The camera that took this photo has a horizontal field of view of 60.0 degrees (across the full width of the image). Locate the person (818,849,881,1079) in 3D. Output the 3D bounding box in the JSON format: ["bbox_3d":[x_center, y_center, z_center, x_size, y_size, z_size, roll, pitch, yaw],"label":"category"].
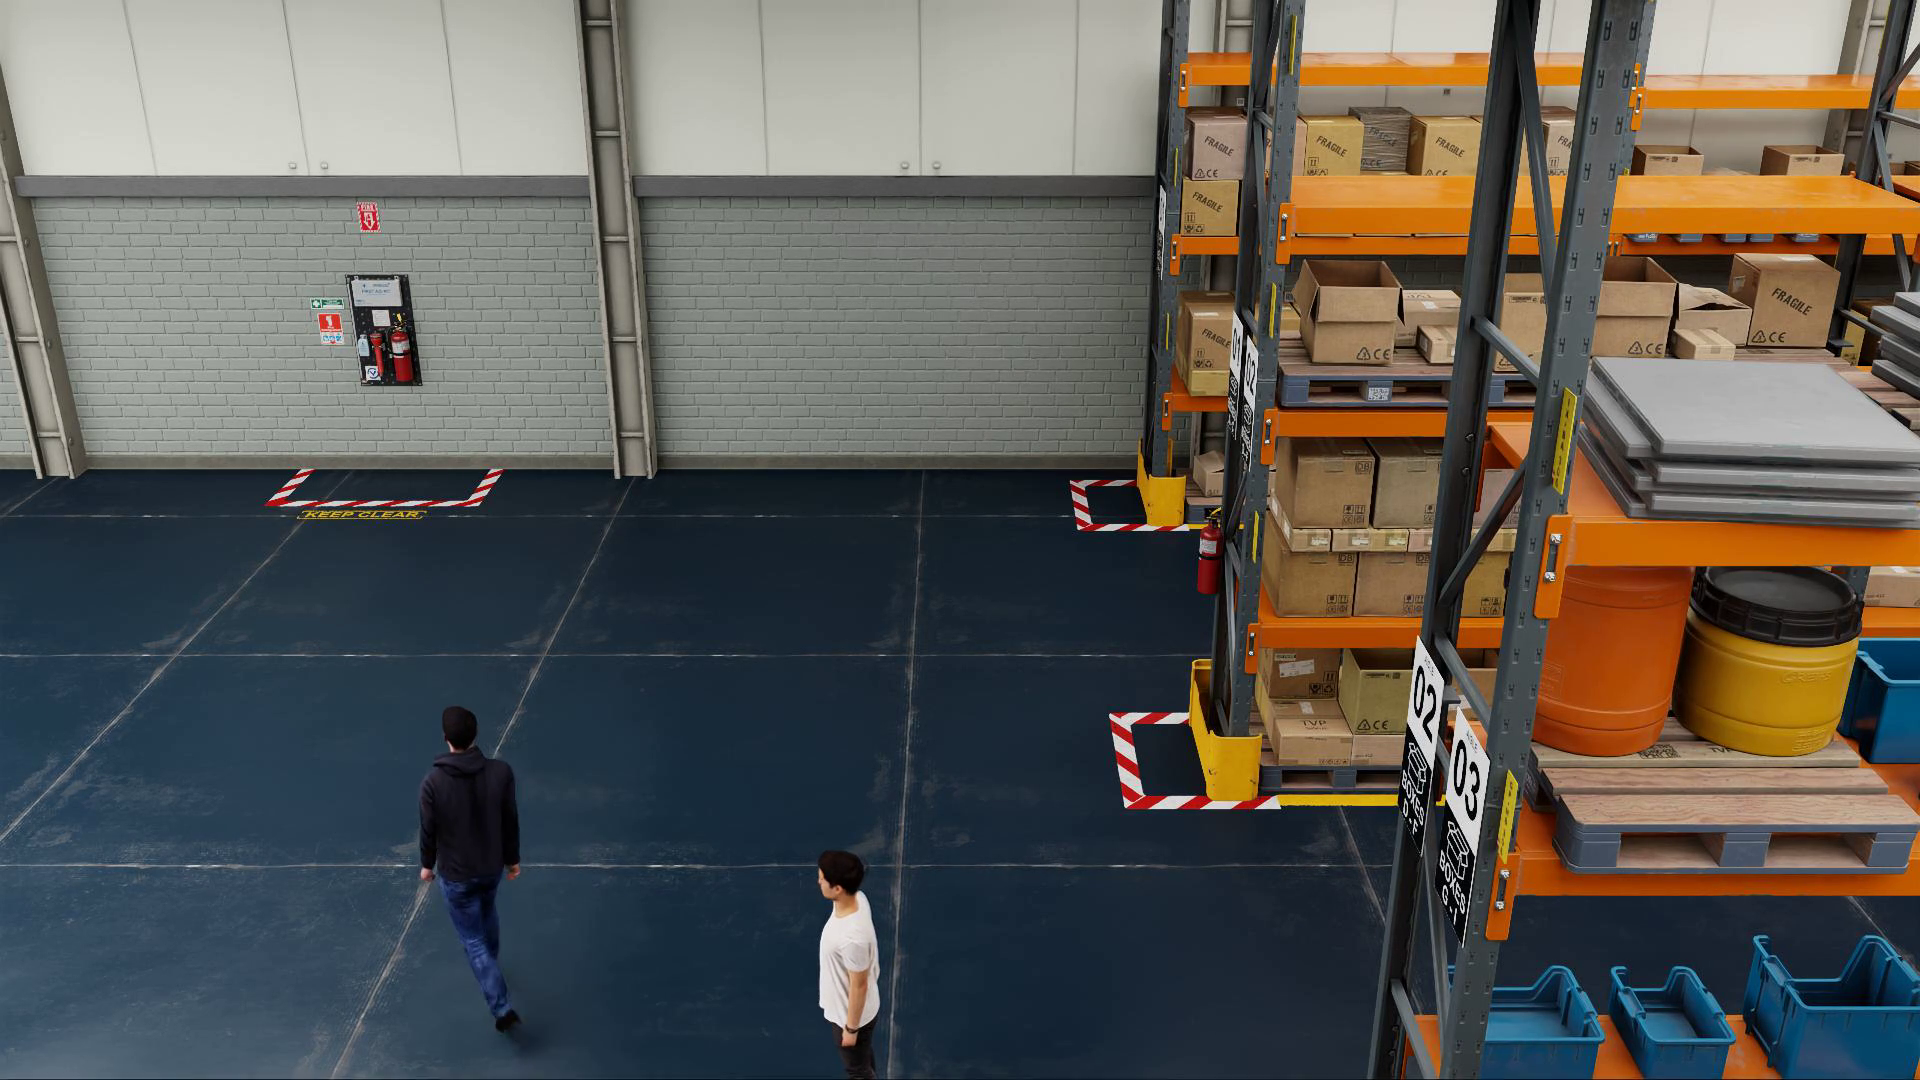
[{"bbox_3d":[-0.531,2.263,8.225,0.559,1.720,0.649,-3,23,-7],"label":"person"}]

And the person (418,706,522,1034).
[{"bbox_3d":[-2.637,1.833,9.065,1.213,1.854,1.181,-16,28,-33],"label":"person"}]
